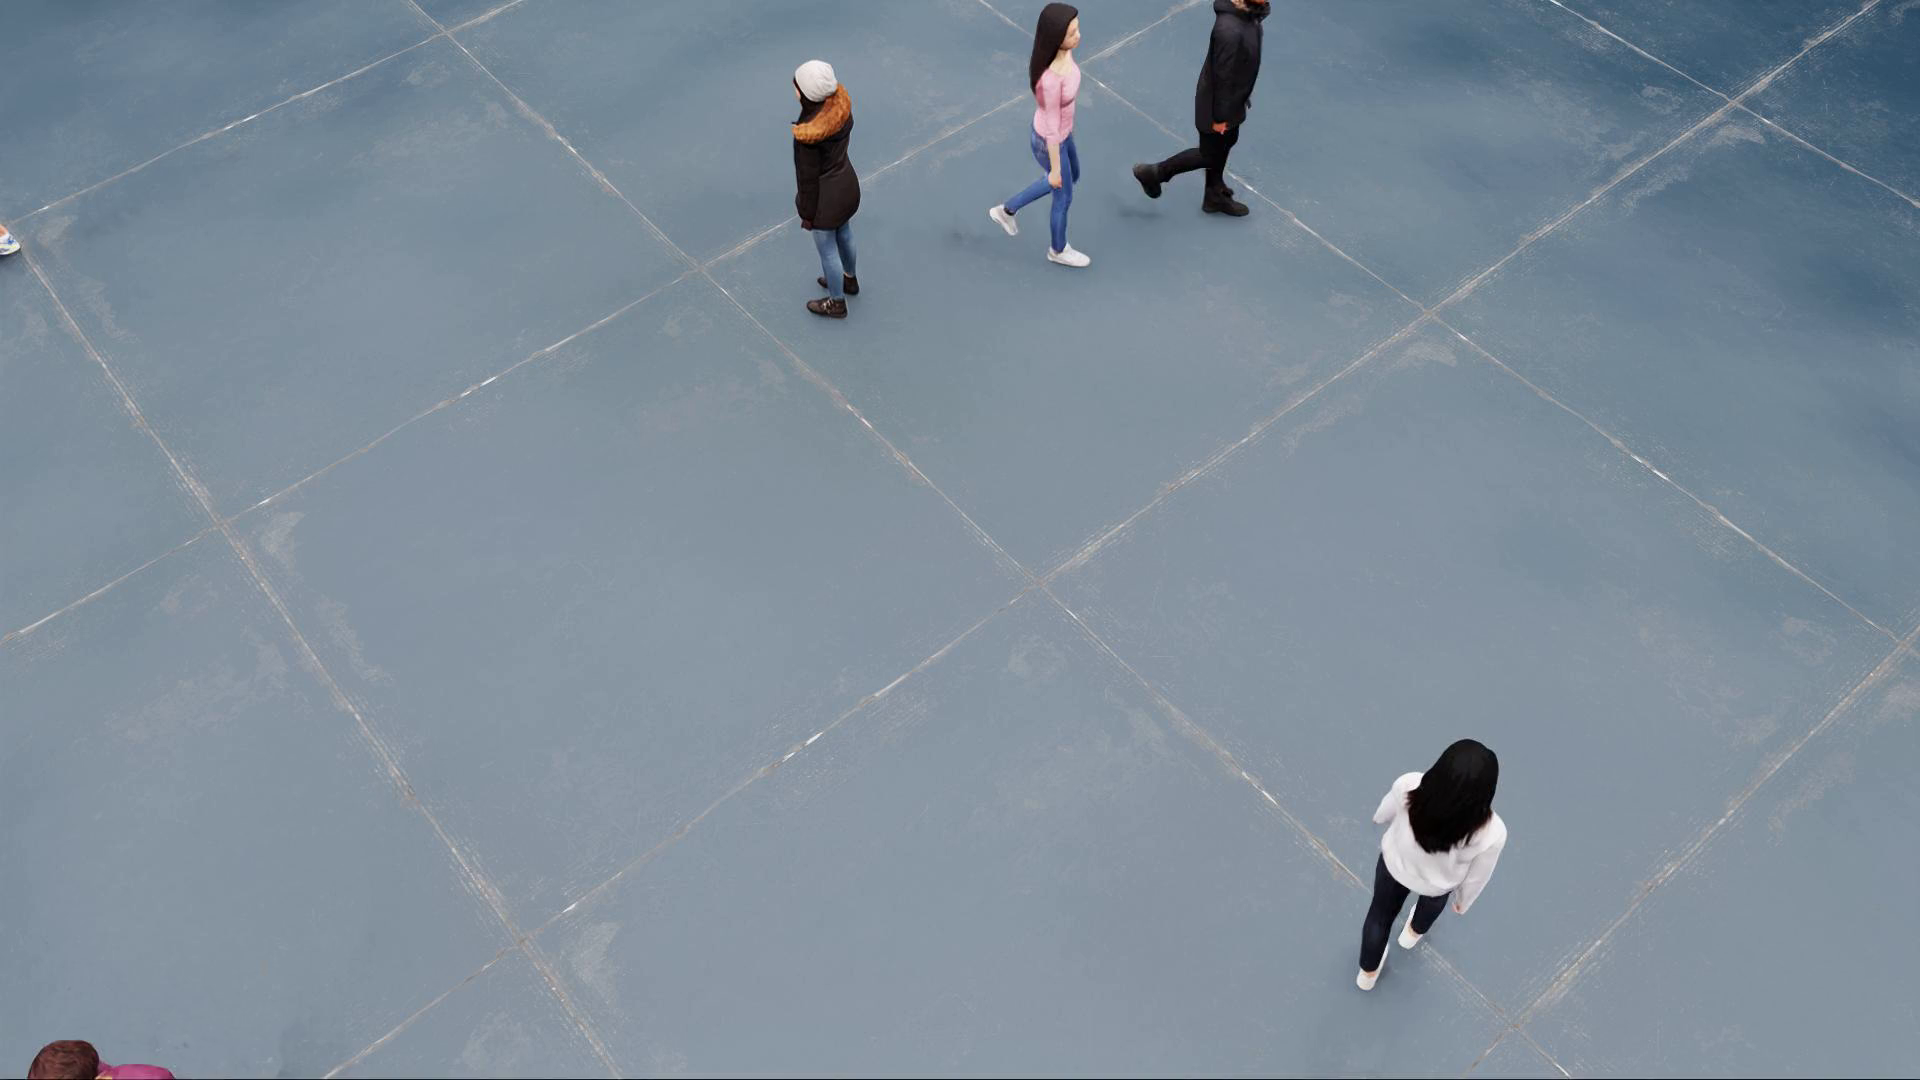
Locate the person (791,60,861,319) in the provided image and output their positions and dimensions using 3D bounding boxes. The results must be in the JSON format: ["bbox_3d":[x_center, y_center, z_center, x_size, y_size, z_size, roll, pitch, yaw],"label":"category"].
[{"bbox_3d":[-0.708,-1.891,8.973,0.777,1.634,0.680,19,55,14],"label":"person"}]

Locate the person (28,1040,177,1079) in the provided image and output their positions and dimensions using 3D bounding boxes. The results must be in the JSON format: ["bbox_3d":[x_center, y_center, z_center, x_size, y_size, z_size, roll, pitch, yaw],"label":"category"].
[{"bbox_3d":[-2.741,2.047,5.796,0.871,1.835,0.935,1,52,1],"label":"person"}]

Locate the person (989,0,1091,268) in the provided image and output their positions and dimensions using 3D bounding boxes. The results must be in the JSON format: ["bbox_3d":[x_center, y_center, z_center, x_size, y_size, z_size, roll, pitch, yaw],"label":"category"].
[{"bbox_3d":[0.459,-2.220,9.165,0.925,1.733,0.892,9,53,7],"label":"person"}]

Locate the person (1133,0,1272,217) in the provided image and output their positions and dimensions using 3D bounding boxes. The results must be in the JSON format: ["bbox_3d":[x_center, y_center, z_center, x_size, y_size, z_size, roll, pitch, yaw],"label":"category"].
[{"bbox_3d":[1.412,-2.526,9.381,0.982,1.766,0.994,13,53,10],"label":"person"}]

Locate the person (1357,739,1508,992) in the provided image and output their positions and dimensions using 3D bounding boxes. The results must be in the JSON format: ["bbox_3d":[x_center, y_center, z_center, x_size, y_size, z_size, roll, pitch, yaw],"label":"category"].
[{"bbox_3d":[1.762,1.324,6.451,0.770,1.685,0.844,20,55,15],"label":"person"}]
